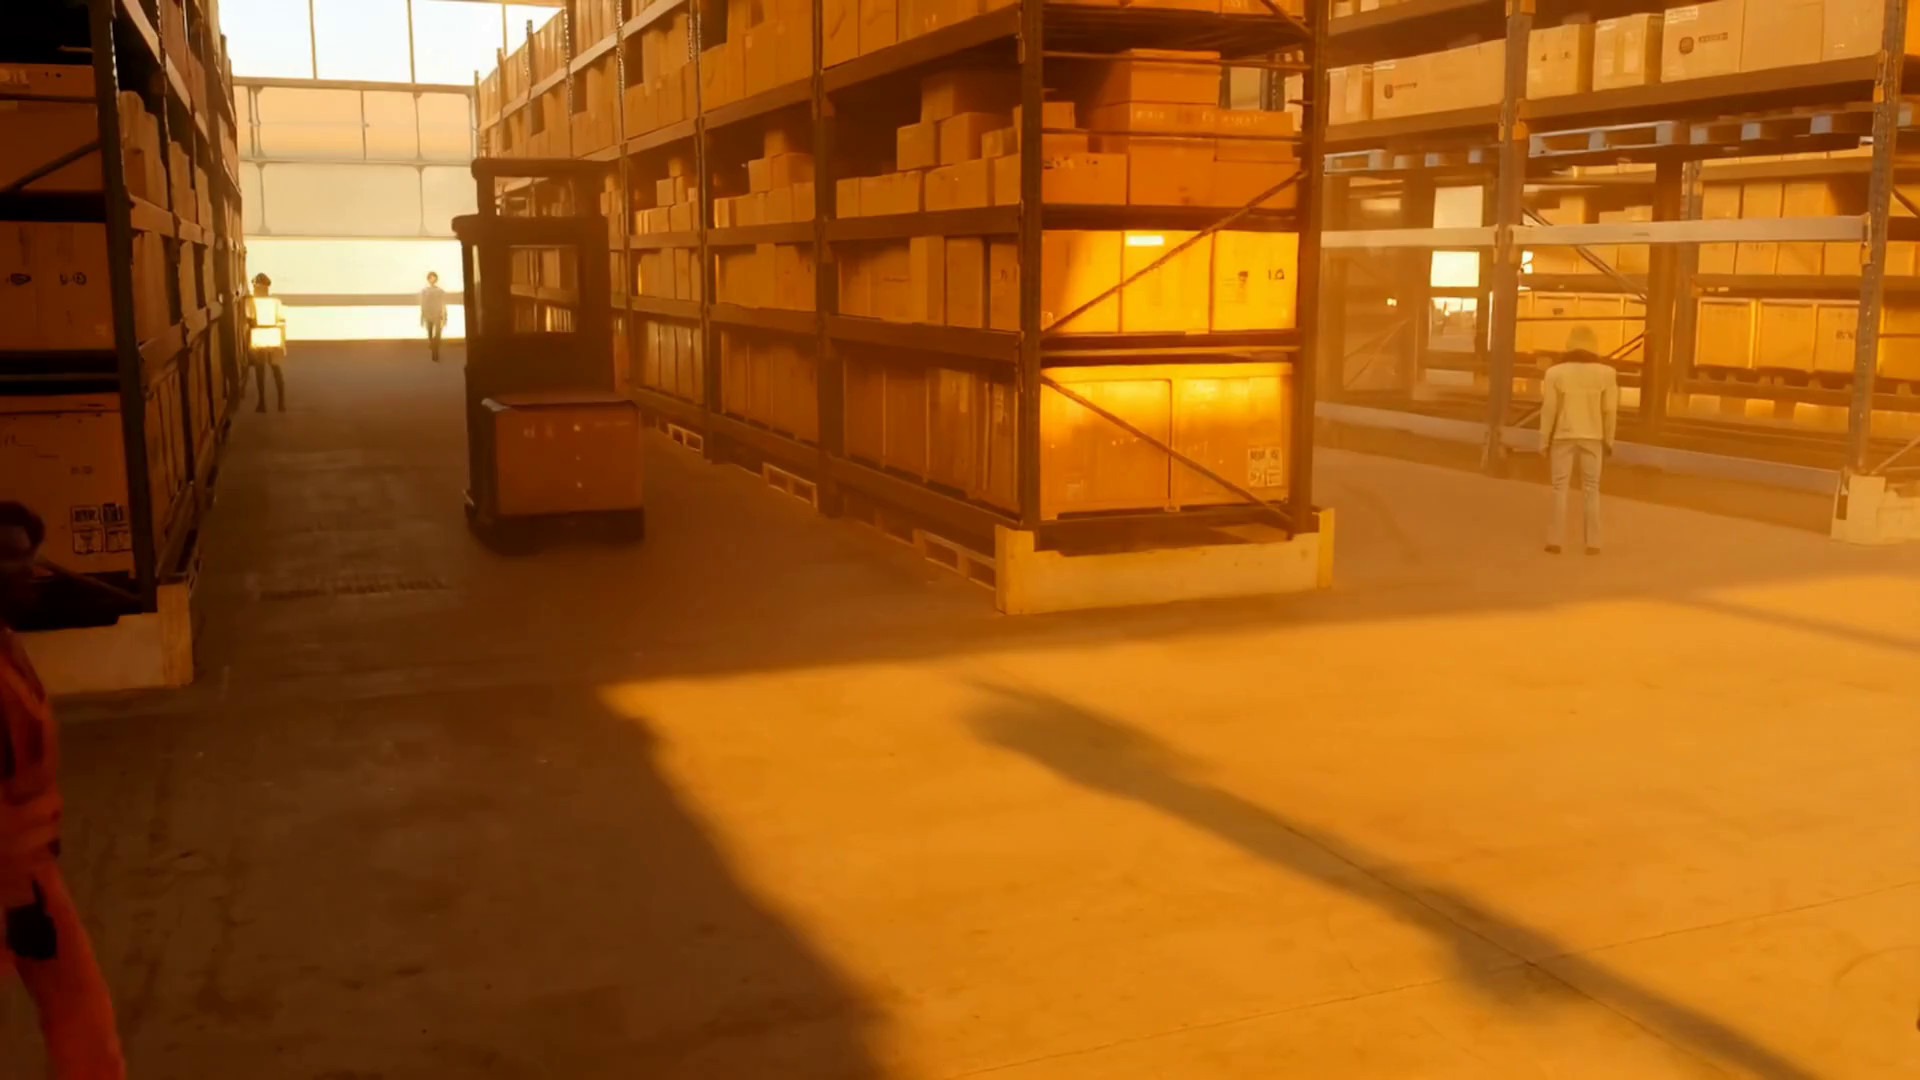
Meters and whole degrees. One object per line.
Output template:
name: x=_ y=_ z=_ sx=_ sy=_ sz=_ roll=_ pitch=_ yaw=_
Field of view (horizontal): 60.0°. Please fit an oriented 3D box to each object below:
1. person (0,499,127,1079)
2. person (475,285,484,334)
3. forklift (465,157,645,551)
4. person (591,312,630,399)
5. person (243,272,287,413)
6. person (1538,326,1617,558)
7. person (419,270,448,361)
person: x=-2.075 y=0.704 z=3.440 sx=0.757 sy=1.609 sz=0.514 roll=-3 pitch=10 yaw=-19
person: x=-10.695 y=-5.126 z=37.574 sx=0.609 sy=1.915 sz=0.975 roll=8 pitch=13 yaw=40
forklift: x=-3.091 y=-1.431 z=12.432 sx=1.129 sy=2.768 sz=1.873 roll=-4 pitch=10 yaw=-22
person: x=-3.565 y=-1.468 z=16.462 sx=0.513 sy=1.608 sz=0.786 roll=-5 pitch=11 yaw=-28
person: x=-9.575 y=-2.715 z=22.944 sx=0.545 sy=1.938 sz=0.356 roll=-6 pitch=11 yaw=-31
person: x=4.341 y=-0.688 z=11.712 sx=0.506 sy=1.631 sz=0.277 roll=3 pitch=10 yaw=15
person: x=-11.075 y=-4.707 z=34.958 sx=0.562 sy=1.913 sz=0.782 roll=-1 pitch=10 yaw=-8
